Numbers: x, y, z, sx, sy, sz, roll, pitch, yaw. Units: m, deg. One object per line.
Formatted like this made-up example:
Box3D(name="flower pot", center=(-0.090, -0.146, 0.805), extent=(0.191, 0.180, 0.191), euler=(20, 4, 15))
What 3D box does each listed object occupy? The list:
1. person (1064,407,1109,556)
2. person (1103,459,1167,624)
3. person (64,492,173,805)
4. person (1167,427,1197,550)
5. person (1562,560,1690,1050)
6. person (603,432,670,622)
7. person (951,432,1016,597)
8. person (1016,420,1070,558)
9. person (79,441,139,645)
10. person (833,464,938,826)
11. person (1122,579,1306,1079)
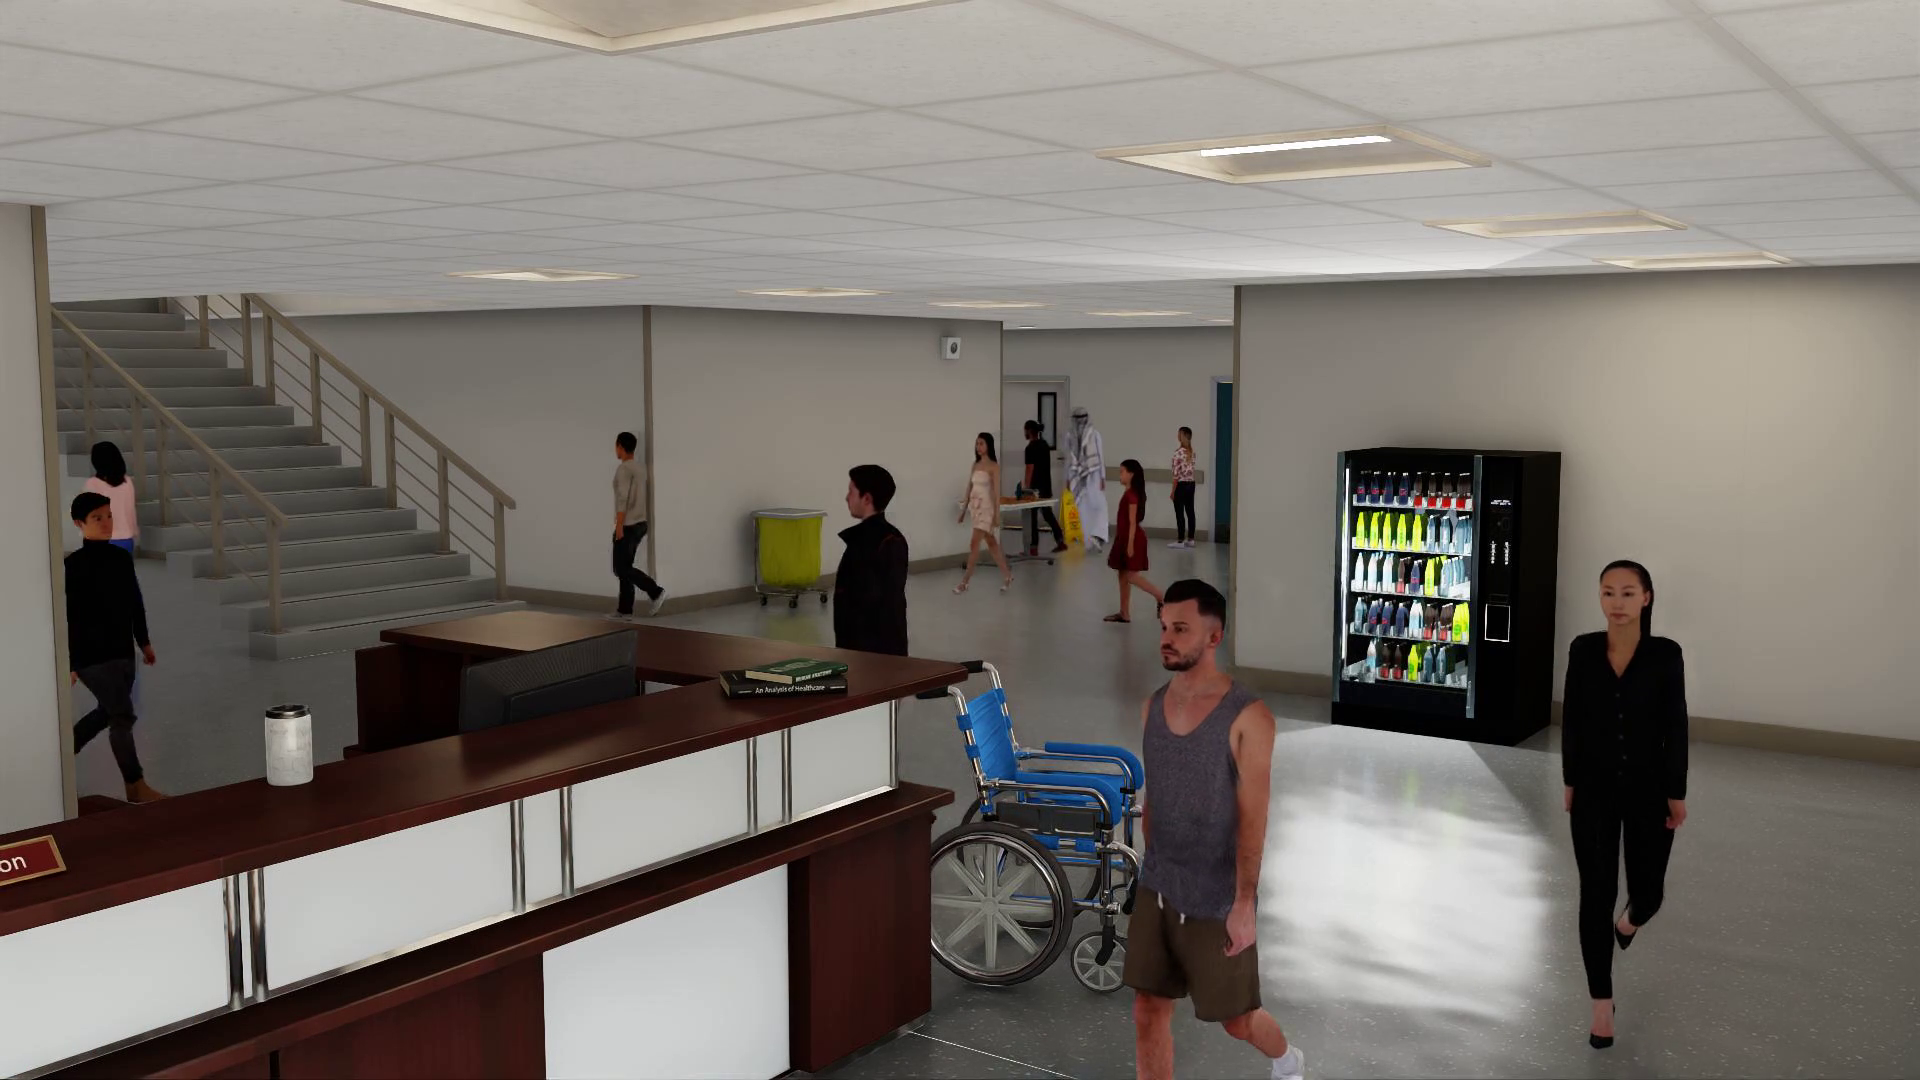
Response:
Box3D(name="person", center=(1.572, -0.737, 21.302), extent=(0.890, 1.896, 0.967), euler=(2, 6, 17))
Box3D(name="person", center=(1.666, 0.023, 15.529), extent=(0.944, 1.539, 0.828), euler=(0, 6, 0))
Box3D(name="person", center=(-4.683, 0.603, 8.992), extent=(1.180, 1.695, 0.953), euler=(1, 6, 7))
Box3D(name="person", center=(3.015, -0.711, 22.361), extent=(0.566, 1.634, 0.596), euler=(6, 8, 45))
Box3D(name="person", center=(2.357, 0.917, 5.886), extent=(0.932, 1.692, 0.718), euler=(3, 7, 28))
Box3D(name="person", center=(-3.022, -0.107, 15.649), extent=(1.023, 1.775, 0.924), euler=(0, 6, 3))
Box3D(name="person", center=(0.322, -0.237, 17.379), extent=(0.889, 1.688, 1.058), euler=(-4, 7, -34))
Box3D(name="person", center=(0.993, -0.654, 21.243), extent=(0.735, 1.744, 0.852), euler=(3, 7, 31))
Box3D(name="person", center=(-7.321, 0.028, 14.356), extent=(0.531, 1.766, 0.634), euler=(4, 7, 36))
Box3D(name="person", center=(-0.347, 0.604, 7.864), extent=(0.966, 1.919, 0.875), euler=(1, 6, 13))
Box3D(name="person", center=(0.766, 1.030, 4.992), extent=(1.050, 1.823, 0.755), euler=(5, 8, 41))
